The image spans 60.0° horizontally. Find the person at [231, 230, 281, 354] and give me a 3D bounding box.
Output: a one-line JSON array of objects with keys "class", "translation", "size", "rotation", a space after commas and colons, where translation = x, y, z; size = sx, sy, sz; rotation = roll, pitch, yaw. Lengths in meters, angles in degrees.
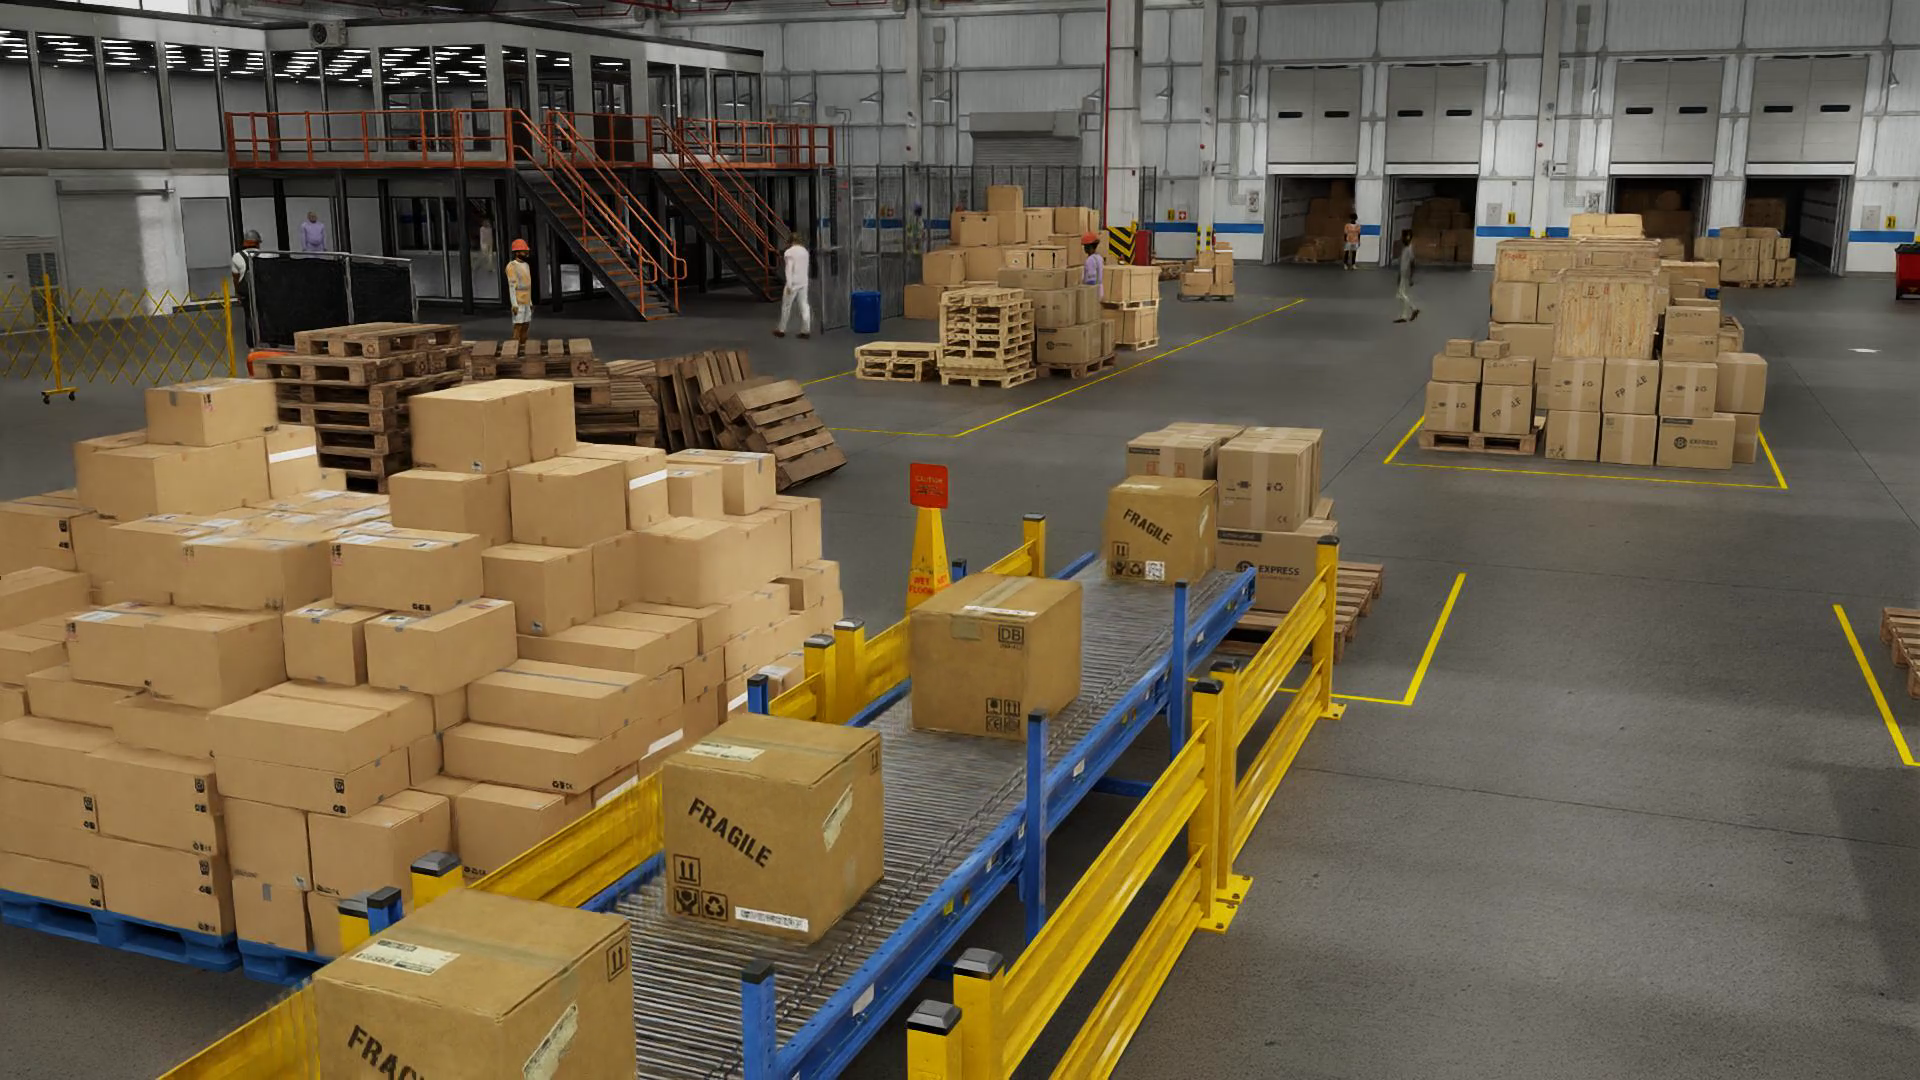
[{"class": "person", "translation": [-11.609, -4.101, 27.479], "size": [0.673, 2.000, 0.536], "rotation": [-2, 13, -8]}]

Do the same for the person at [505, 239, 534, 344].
[{"class": "person", "translation": [-6.854, -3.731, 26.042], "size": [0.348, 1.942, 0.546], "rotation": [3, 13, 14]}]

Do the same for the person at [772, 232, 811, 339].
[{"class": "person", "translation": [-3.023, -4.581, 29.958], "size": [0.921, 1.894, 0.634], "rotation": [11, 16, 40]}]

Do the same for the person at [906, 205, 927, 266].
[{"class": "person", "translation": [-1.313, -9.505, 52.054], "size": [0.963, 1.907, 0.614], "rotation": [12, 17, 43]}]

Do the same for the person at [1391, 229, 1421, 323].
[{"class": "person", "translation": [8.828, -5.211, 32.879], "size": [0.461, 1.856, 0.517], "rotation": [1, 13, 4]}]

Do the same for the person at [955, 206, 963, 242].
[{"class": "person", "translation": [-0.006, -8.458, 47.127], "size": [0.625, 1.992, 0.388], "rotation": [4, 13, 19]}]

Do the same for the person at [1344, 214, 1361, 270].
[{"class": "person", "translation": [11.860, -9.015, 50.296], "size": [0.531, 1.697, 0.322], "rotation": [-1, 13, -5]}]

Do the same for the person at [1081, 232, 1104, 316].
[{"class": "person", "translation": [2.071, -3.850, 26.357], "size": [0.394, 2.040, 0.609], "rotation": [4, 13, 16]}]
